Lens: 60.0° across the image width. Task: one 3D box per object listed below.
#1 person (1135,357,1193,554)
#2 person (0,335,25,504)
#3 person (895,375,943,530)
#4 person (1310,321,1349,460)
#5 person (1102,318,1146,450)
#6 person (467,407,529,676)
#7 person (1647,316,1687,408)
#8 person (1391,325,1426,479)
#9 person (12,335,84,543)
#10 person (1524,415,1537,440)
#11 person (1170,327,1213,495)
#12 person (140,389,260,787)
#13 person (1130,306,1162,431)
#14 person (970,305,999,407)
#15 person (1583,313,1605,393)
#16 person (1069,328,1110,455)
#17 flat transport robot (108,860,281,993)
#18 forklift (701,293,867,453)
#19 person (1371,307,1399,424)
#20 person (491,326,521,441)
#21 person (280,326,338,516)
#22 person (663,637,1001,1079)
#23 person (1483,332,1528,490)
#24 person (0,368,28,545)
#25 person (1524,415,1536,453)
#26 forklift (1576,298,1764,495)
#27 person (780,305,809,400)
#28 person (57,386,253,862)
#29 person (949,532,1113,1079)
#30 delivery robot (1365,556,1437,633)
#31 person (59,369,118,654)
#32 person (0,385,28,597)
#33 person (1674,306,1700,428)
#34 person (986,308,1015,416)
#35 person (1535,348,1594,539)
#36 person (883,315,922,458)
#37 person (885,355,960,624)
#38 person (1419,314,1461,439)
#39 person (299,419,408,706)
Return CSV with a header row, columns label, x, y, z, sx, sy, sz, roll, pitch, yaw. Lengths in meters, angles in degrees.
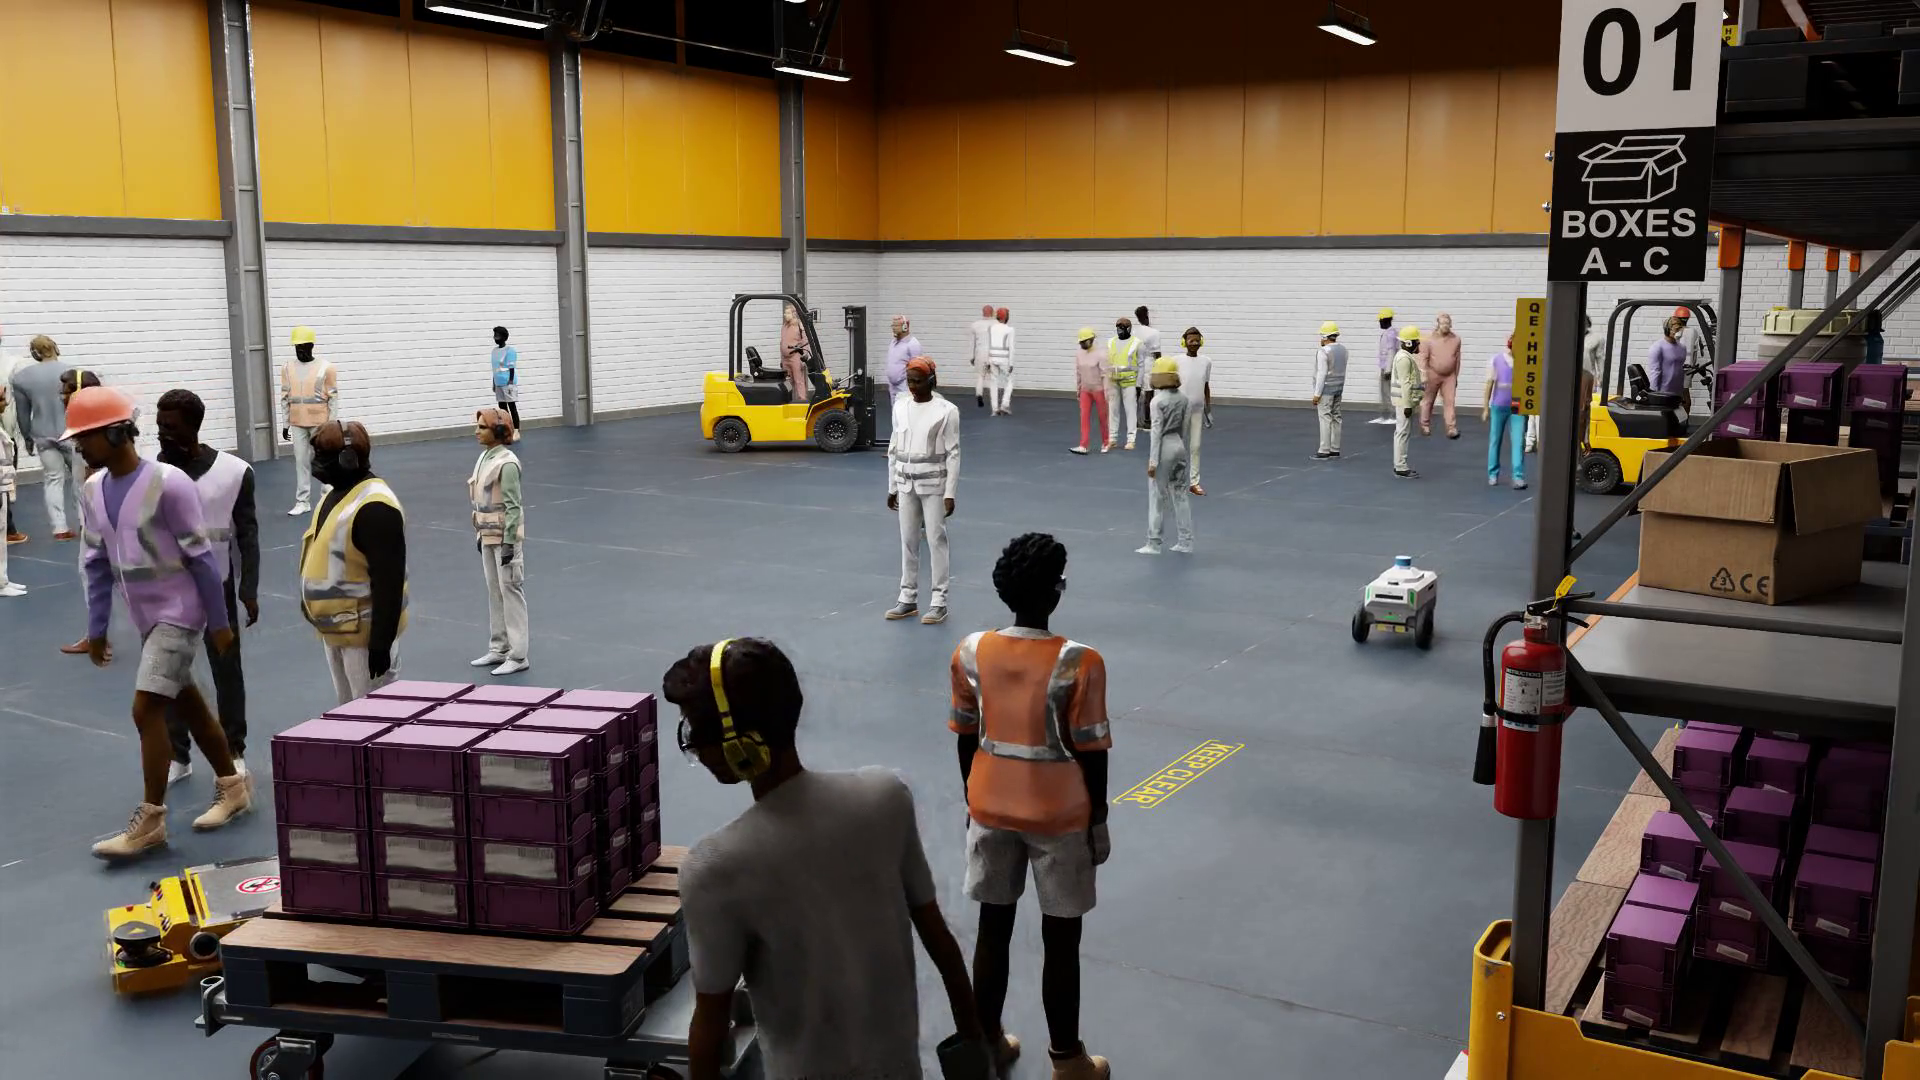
label,x,y,z,sx,sy,sz,roll,pitch,yaw
person,1.801,-0.717,14.567,0.513,1.741,0.500,8,12,42
person,-10.045,-1.310,17.323,0.607,2.011,0.942,-6,11,-34
person,-0.372,-0.874,15.774,0.506,1.623,0.506,-4,10,-23
person,4.854,-1.968,21.949,0.588,1.835,0.403,-8,12,-42
person,2.275,-2.185,23.282,0.626,1.844,0.429,5,10,29
person,-2.838,0.002,10.243,0.308,1.645,0.514,-7,11,-36
person,8.564,-1.730,20.136,0.631,1.940,0.372,-6,11,-34
person,5.392,-1.663,20.038,0.404,1.836,0.590,2,9,12
person,-8.254,-0.929,15.274,0.691,1.894,0.623,-2,9,-14
person,8.444,-2.478,24.484,0.753,2.000,0.534,-4,10,-22
person,2.553,-1.417,18.394,0.520,1.873,0.328,-2,9,-12
person,-3.664,0.229,7.983,0.590,1.916,0.399,-1,9,-6
person,2.861,-2.661,25.937,0.654,1.946,0.410,8,12,41
person,0.510,-3.402,30.742,0.655,1.890,0.740,2,9,10
person,9.051,-2.355,24.219,0.652,1.884,0.891,3,10,18
person,1.784,-2.007,22.556,0.603,1.702,0.851,7,12,38
flat transport robot,-2.361,1.335,6.194,1.431,0.197,0.652,-5,10,-29
forklift,-2.458,-2.344,23.176,2.313,2.155,1.214,0,9,-2
person,6.969,-2.849,27.180,0.382,1.926,0.594,1,9,5
person,-6.694,-2.293,24.420,0.534,1.692,0.320,8,12,41
person,-6.608,-1.204,16.890,0.587,1.927,0.368,1,9,3
person,-0.271,1.052,3.149,0.768,1.812,0.605,8,12,43
person,6.258,-1.472,18.956,0.631,1.791,0.951,1,9,4
person,-8.814,-0.933,15.008,0.608,1.989,0.386,0,9,-1
person,8.014,-2.098,22.737,0.624,1.844,0.429,4,10,22
forklift,7.954,-1.589,18.462,2.313,2.155,1.214,5,11,30
person,-2.938,-3.152,29.111,0.651,1.906,0.402,8,12,42
person,-3.472,0.339,7.085,0.612,1.979,0.922,6,11,32
person,0.219,0.819,4.972,0.532,1.699,0.319,5,11,30
delivery robot,2.963,0.352,11.156,0.477,0.478,0.707,5,10,27
person,-5.489,-0.183,10.752,0.659,1.857,0.524,-2,9,-14
person,-7.341,-0.377,12.656,0.310,1.631,0.508,-5,10,-29
person,11.459,-2.748,26.485,0.545,1.942,0.349,-2,9,-12
person,0.705,-3.067,28.710,0.596,1.871,0.461,5,10,29
person,5.580,-0.962,15.355,0.542,1.936,0.368,-1,9,-7
person,-0.769,-2.012,21.998,0.399,1.909,0.642,-6,11,-34
person,-0.269,-0.354,11.711,0.573,1.887,0.355,6,11,32
person,7.183,-2.447,24.901,0.665,1.849,1.013,-1,9,-4
person,-2.604,0.397,7.167,0.429,1.841,0.634,-7,11,-37
